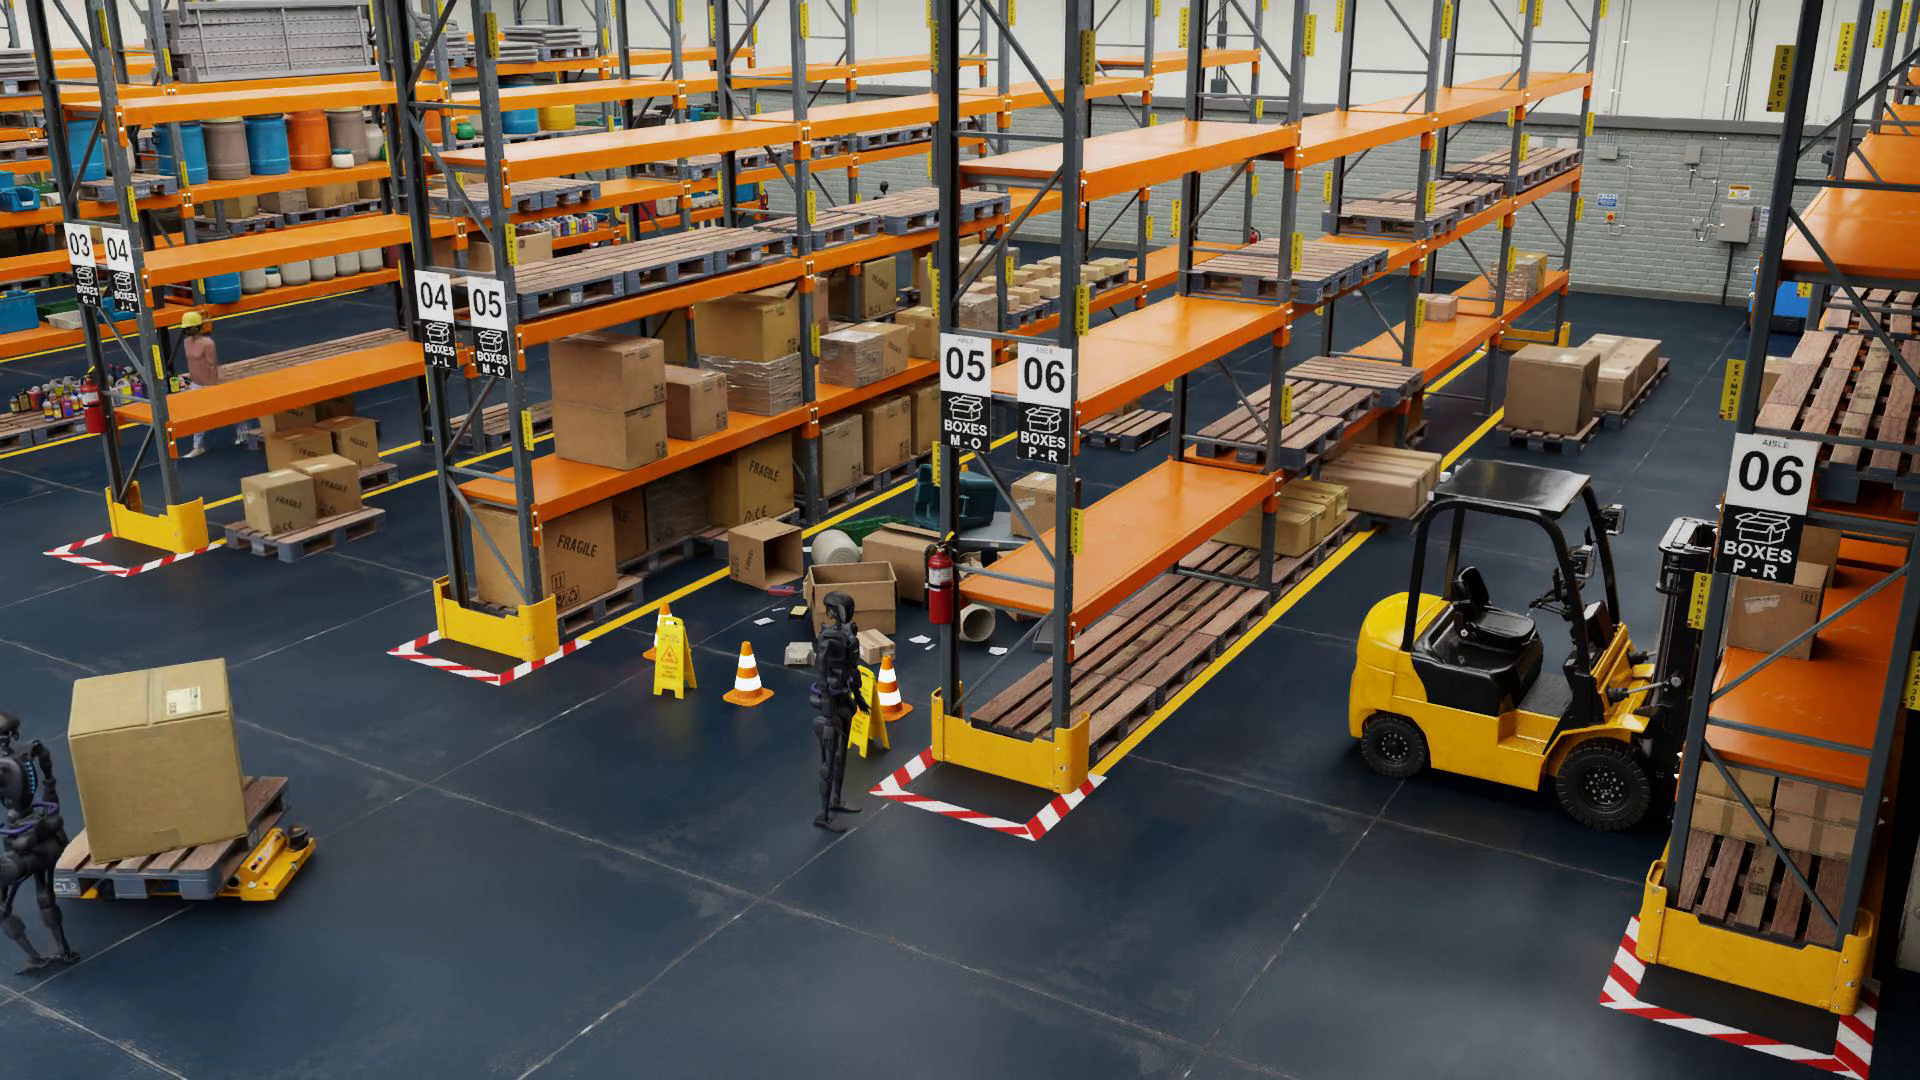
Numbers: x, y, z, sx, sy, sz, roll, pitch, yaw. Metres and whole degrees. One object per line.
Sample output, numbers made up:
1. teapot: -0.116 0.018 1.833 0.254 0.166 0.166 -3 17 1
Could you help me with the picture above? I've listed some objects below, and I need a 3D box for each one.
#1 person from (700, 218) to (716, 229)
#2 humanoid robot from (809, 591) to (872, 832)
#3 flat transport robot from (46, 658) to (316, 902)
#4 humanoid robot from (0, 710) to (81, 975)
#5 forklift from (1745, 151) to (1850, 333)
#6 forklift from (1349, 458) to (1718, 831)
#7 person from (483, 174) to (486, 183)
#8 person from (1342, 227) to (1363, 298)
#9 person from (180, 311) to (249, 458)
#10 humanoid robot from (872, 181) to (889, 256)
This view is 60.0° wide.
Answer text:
1. person: -5.301 -7.020 34.743 0.488 1.688 0.350 -6 20 -17
2. humanoid robot: -0.814 1.119 11.202 0.315 1.657 0.599 7 20 20
3. flat transport robot: -4.973 2.065 10.644 1.431 0.231 0.659 0 19 1
4. humanoid robot: -5.344 1.712 9.507 0.343 1.641 0.584 5 20 14
5. forklift: 13.620 -4.667 26.137 1.873 2.768 1.129 11 22 29
6. forklift: 3.988 0.658 11.776 2.313 2.155 1.214 11 22 29
7. person: -10.346 -7.771 36.757 0.336 1.794 0.507 4 20 12
8. person: 6.931 -5.070 29.113 0.769 1.663 0.551 16 25 39
9. person: -8.959 -1.887 19.831 0.529 1.740 0.789 9 21 25
10. humanoid robot: -1.498 -6.082 32.058 0.600 1.645 0.621 -10 21 -26
